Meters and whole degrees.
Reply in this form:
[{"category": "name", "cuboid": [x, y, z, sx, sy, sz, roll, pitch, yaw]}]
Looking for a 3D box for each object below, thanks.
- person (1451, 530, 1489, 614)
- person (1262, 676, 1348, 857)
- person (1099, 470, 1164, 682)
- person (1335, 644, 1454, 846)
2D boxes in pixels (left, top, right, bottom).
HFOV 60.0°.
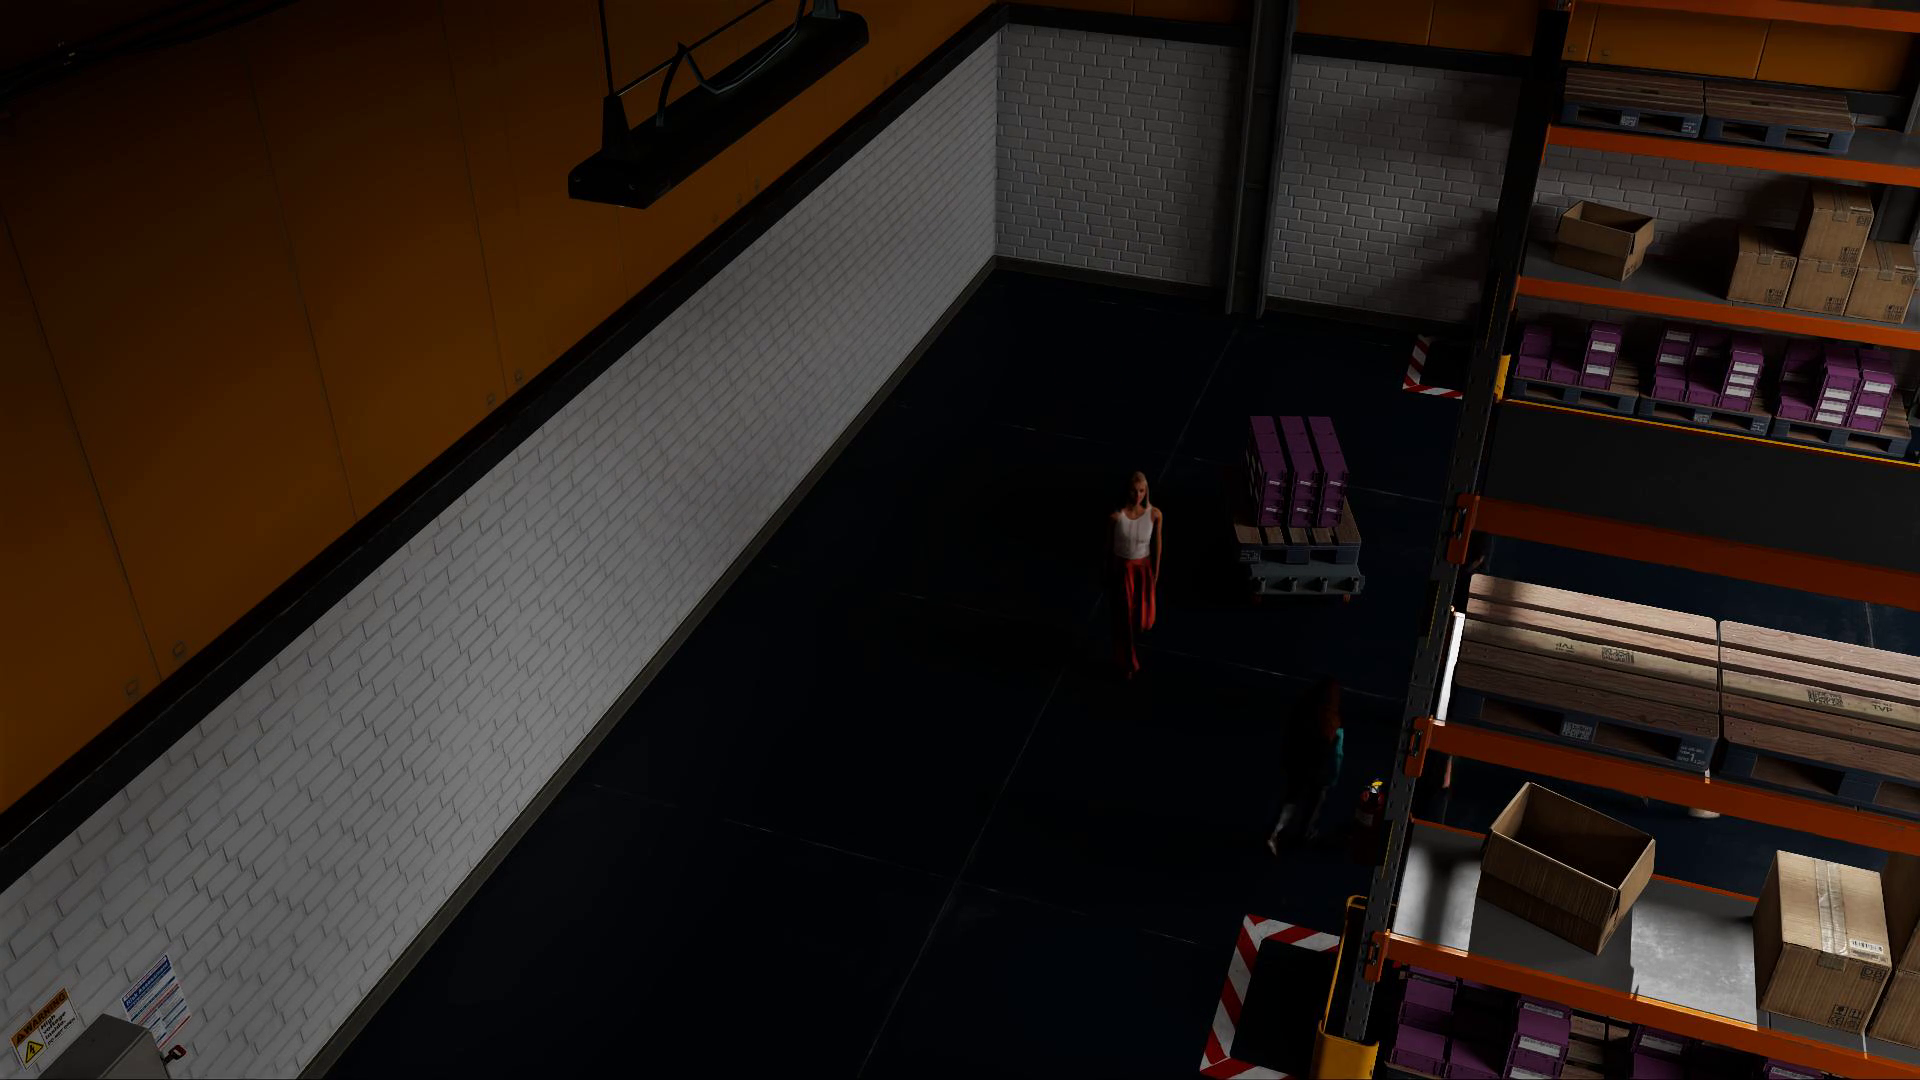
[{"category": "person", "cuboid": [3.650, 0.673, 11.981, 0.984, 1.755, 0.794, 0, 34, 0]}, {"category": "person", "cuboid": [2.262, 1.539, 10.929, 0.829, 1.477, 0.785, 22, 39, 29]}, {"category": "person", "cuboid": [1.276, 0.204, 12.659, 0.877, 1.787, 0.842, 0, 34, 0]}, {"category": "person", "cuboid": [2.938, 1.407, 10.901, 1.149, 1.728, 0.901, -2, 34, -3]}]
